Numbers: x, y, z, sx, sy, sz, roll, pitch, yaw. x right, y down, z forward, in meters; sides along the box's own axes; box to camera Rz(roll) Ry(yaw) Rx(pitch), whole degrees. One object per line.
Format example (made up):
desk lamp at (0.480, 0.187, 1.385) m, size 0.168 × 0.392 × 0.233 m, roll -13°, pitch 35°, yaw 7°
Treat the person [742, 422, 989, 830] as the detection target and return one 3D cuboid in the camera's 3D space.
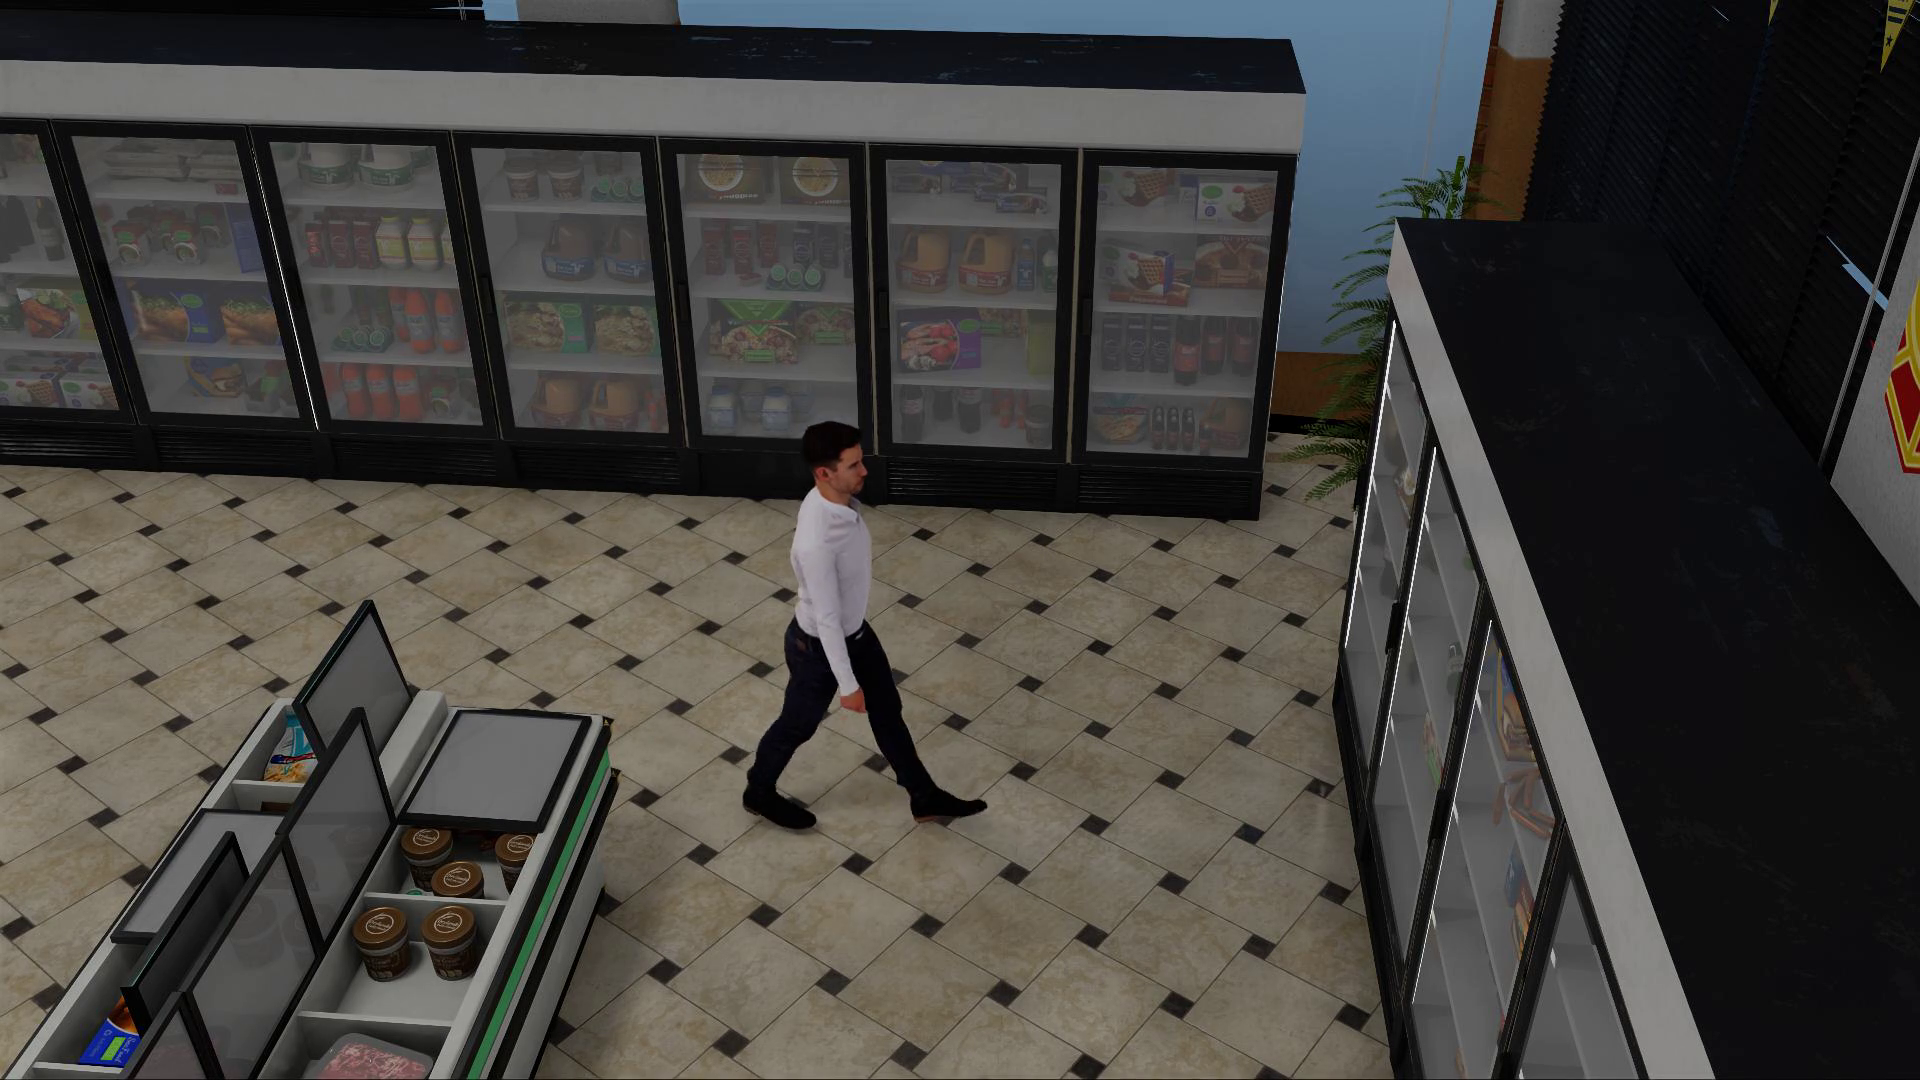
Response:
person at (-0.584, 0.390, 6.325) m, size 0.815 × 1.819 × 1.198 m, roll 7°, pitch 33°, yaw 11°
